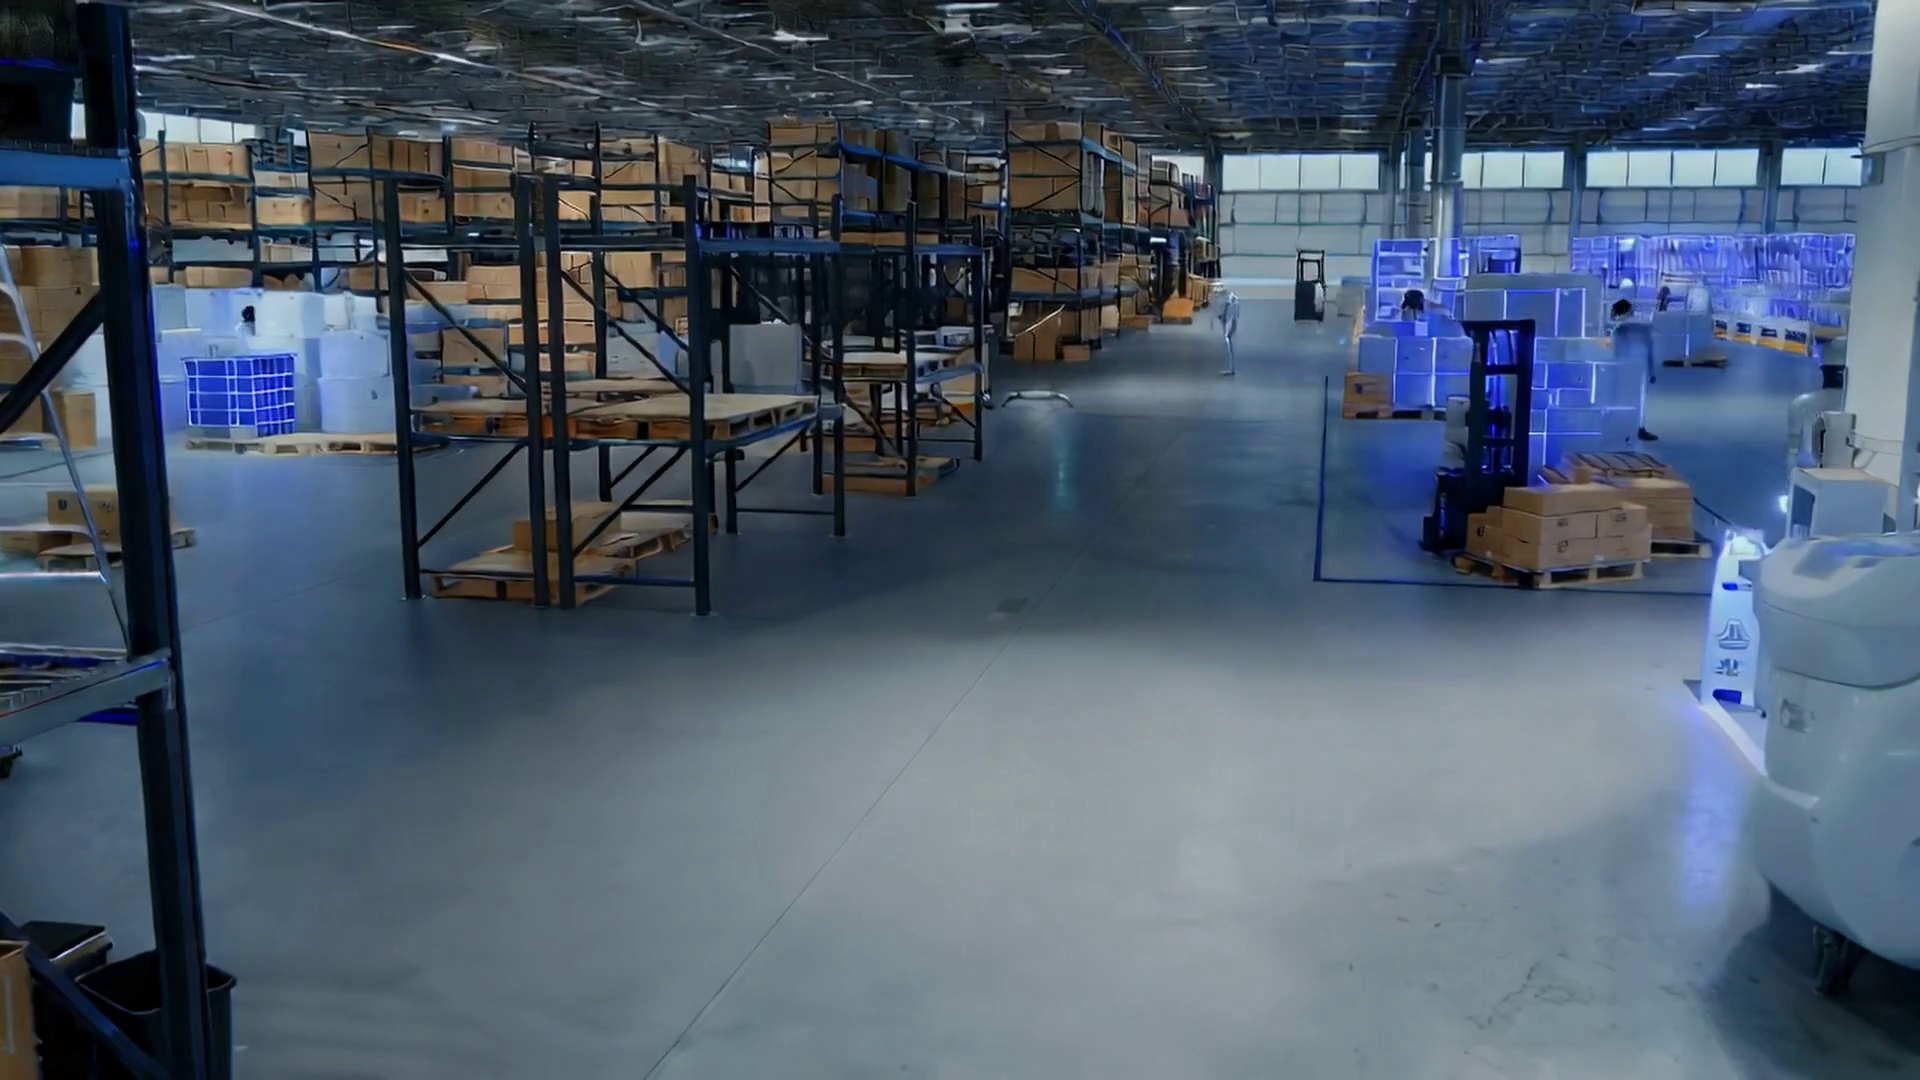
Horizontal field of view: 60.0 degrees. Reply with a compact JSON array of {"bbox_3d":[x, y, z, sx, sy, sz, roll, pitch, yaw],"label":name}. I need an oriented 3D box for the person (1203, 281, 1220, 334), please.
[{"bbox_3d":[8.345,-7.748,55.410,0.554,1.742,0.621,-3,10,-19],"label":"person"}]

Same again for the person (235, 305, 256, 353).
[{"bbox_3d":[-10.567,-2.643,25.096,0.634,1.784,0.883,-8,12,-39],"label":"person"}]

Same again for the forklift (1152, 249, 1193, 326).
[{"bbox_3d":[7.646,-9.320,61.395,1.873,2.768,1.129,2,10,11],"label":"forklift"}]

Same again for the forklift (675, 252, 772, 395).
[{"bbox_3d":[-4.020,-3.690,28.059,1.129,2.768,1.873,2,10,12],"label":"forklift"}]

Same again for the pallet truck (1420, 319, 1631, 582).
[{"bbox_3d":[4.543,-0.757,13.299,0.823,1.965,1.885,-4,10,-22],"label":"pallet truck"}]

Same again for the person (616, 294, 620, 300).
[{"bbox_3d":[-8.457,-5.245,40.960,0.522,1.631,0.317,0,10,-1],"label":"person"}]

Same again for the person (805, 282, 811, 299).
[{"bbox_3d":[-5.213,-7.961,56.879,0.544,1.679,0.442,9,13,41],"label":"person"}]

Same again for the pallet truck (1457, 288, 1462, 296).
[{"bbox_3d":[20.506,-9.785,68.819,0.653,1.274,1.630,2,10,12],"label":"pallet truck"}]

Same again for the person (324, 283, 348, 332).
[{"bbox_3d":[-14.456,-4.966,38.414,0.627,1.934,0.375,-1,10,-7],"label":"person"}]

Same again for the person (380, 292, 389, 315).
[{"bbox_3d":[-13.607,-5.046,39.594,0.321,1.693,0.530,-4,10,-22],"label":"person"}]

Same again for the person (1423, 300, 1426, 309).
[{"bbox_3d":[15.818,-7.803,56.135,0.287,1.625,0.497,-7,12,-34],"label":"person"}]

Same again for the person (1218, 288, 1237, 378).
[{"bbox_3d":[5.627,-4.343,34.899,0.326,1.877,0.520,0,10,-2],"label":"person"}]

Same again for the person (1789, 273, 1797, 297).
[{"bbox_3d":[39.866,-11.879,79.642,0.591,1.833,0.404,-4,10,-20],"label":"person"}]

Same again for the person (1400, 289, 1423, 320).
[{"bbox_3d":[7.831,-3.376,28.912,0.372,1.962,0.603,6,11,32],"label":"person"}]

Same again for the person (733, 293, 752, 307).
[{"bbox_3d":[-5.949,-6.145,45.367,0.548,1.942,0.348,2,10,13],"label":"person"}]

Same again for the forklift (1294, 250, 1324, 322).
[{"bbox_3d":[13.778,-10.002,65.433,1.129,2.768,1.873,2,10,12],"label":"forklift"}]

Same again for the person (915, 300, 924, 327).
[{"bbox_3d":[-0.773,-4.219,34.906,0.658,1.616,0.523,-3,10,-15],"label":"person"}]

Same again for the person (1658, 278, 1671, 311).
[{"bbox_3d":[24.584,-8.229,58.092,0.403,1.816,0.606,6,11,31],"label":"person"}]

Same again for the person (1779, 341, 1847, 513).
[{"bbox_3d":[5.855,-0.372,11.225,0.586,1.928,0.369,2,10,10],"label":"person"}]

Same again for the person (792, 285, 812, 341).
[{"bbox_3d":[-3.649,-4.939,38.362,0.780,1.900,0.589,8,12,39],"label":"person"}]

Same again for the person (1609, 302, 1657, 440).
[{"bbox_3d":[9.320,-2.326,22.959,0.724,1.893,0.381,4,10,23],"label":"person"}]

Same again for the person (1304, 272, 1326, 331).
[{"bbox_3d":[12.235,-8.164,57.081,0.666,2.024,0.630,3,10,15],"label":"person"}]

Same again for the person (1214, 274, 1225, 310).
[{"bbox_3d":[12.739,-12.174,81.642,0.542,1.748,0.620,3,10,15],"label":"person"}]

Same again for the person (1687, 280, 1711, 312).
[{"bbox_3d":[22.174,-6.870,49.909,0.653,1.870,0.969,3,10,20],"label":"person"}]

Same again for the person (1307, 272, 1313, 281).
[{"bbox_3d":[19.172,-13.769,91.073,0.325,1.752,0.560,3,10,16],"label":"person"}]
